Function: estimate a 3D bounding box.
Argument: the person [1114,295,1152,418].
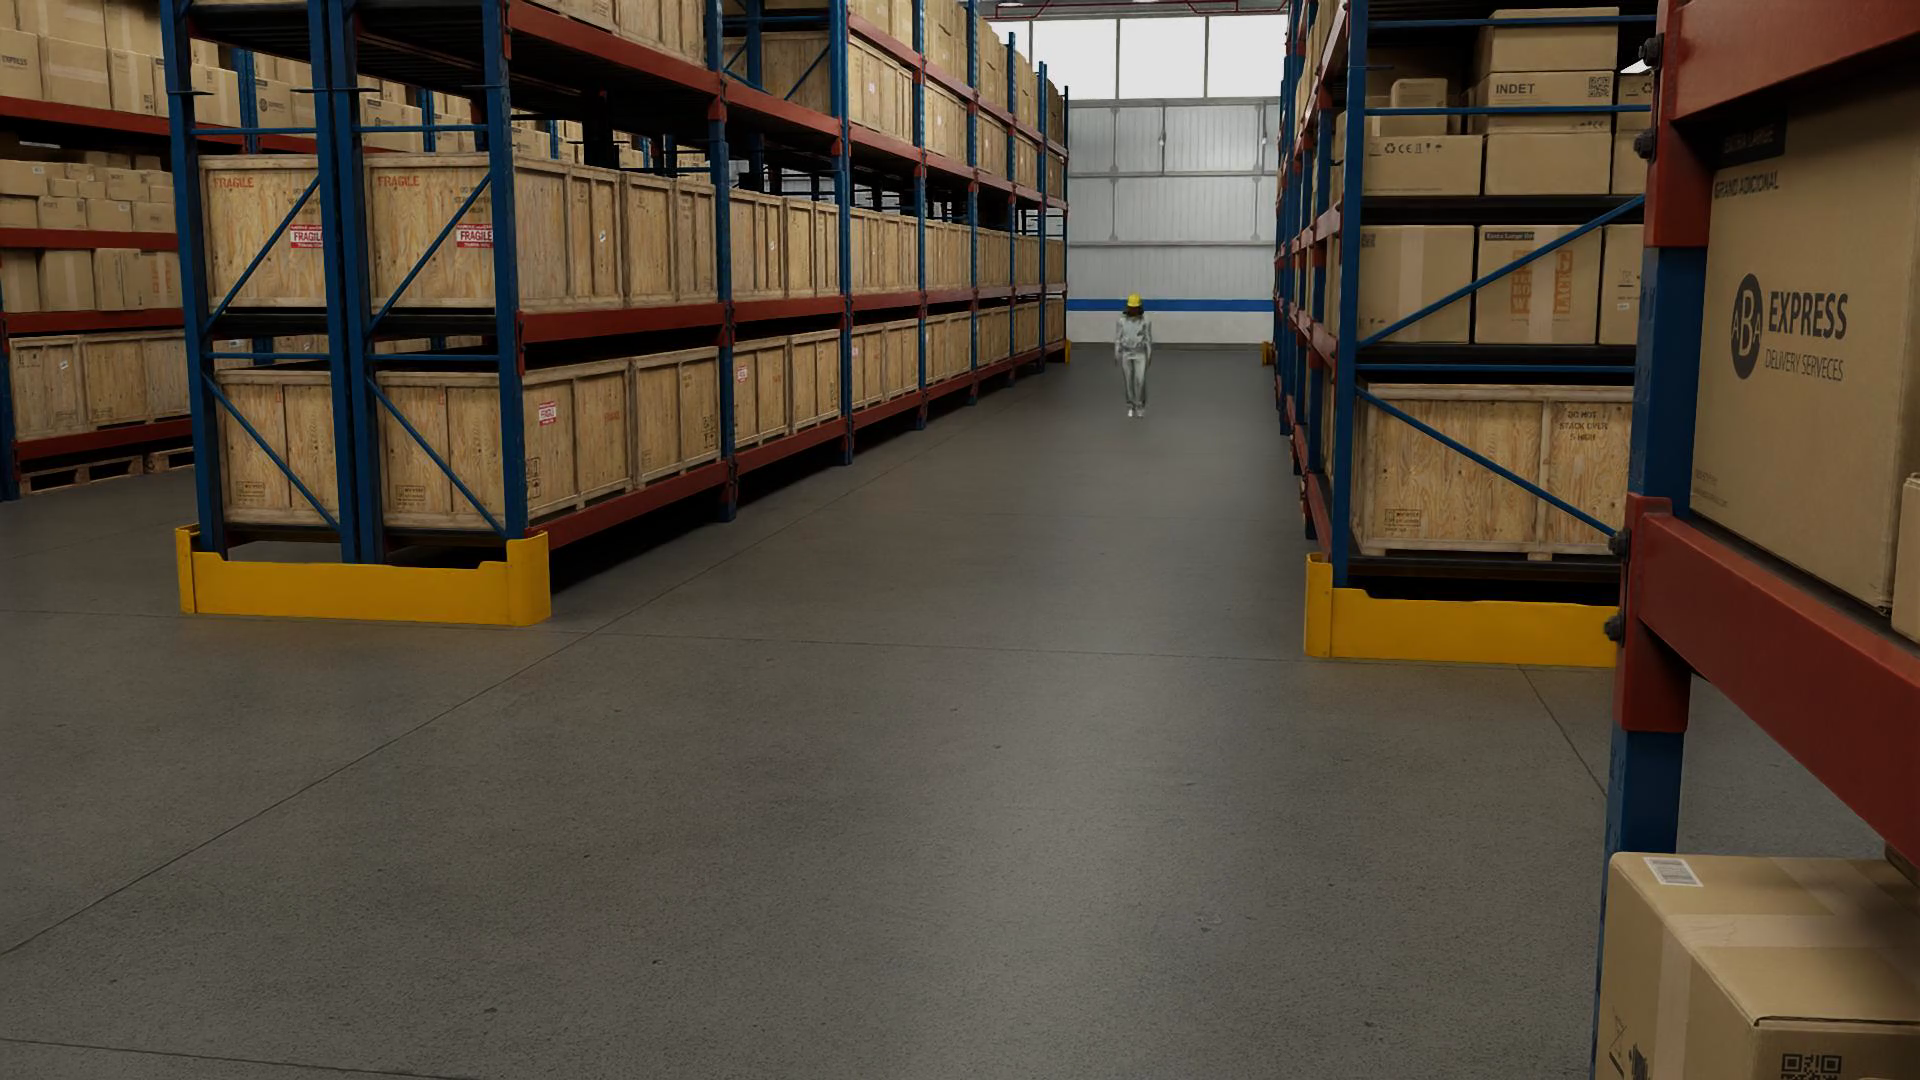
[{"bbox_3d":[2.381,-2.526,22.999,0.502,1.705,0.863,2,9,13],"label":"person"}]
